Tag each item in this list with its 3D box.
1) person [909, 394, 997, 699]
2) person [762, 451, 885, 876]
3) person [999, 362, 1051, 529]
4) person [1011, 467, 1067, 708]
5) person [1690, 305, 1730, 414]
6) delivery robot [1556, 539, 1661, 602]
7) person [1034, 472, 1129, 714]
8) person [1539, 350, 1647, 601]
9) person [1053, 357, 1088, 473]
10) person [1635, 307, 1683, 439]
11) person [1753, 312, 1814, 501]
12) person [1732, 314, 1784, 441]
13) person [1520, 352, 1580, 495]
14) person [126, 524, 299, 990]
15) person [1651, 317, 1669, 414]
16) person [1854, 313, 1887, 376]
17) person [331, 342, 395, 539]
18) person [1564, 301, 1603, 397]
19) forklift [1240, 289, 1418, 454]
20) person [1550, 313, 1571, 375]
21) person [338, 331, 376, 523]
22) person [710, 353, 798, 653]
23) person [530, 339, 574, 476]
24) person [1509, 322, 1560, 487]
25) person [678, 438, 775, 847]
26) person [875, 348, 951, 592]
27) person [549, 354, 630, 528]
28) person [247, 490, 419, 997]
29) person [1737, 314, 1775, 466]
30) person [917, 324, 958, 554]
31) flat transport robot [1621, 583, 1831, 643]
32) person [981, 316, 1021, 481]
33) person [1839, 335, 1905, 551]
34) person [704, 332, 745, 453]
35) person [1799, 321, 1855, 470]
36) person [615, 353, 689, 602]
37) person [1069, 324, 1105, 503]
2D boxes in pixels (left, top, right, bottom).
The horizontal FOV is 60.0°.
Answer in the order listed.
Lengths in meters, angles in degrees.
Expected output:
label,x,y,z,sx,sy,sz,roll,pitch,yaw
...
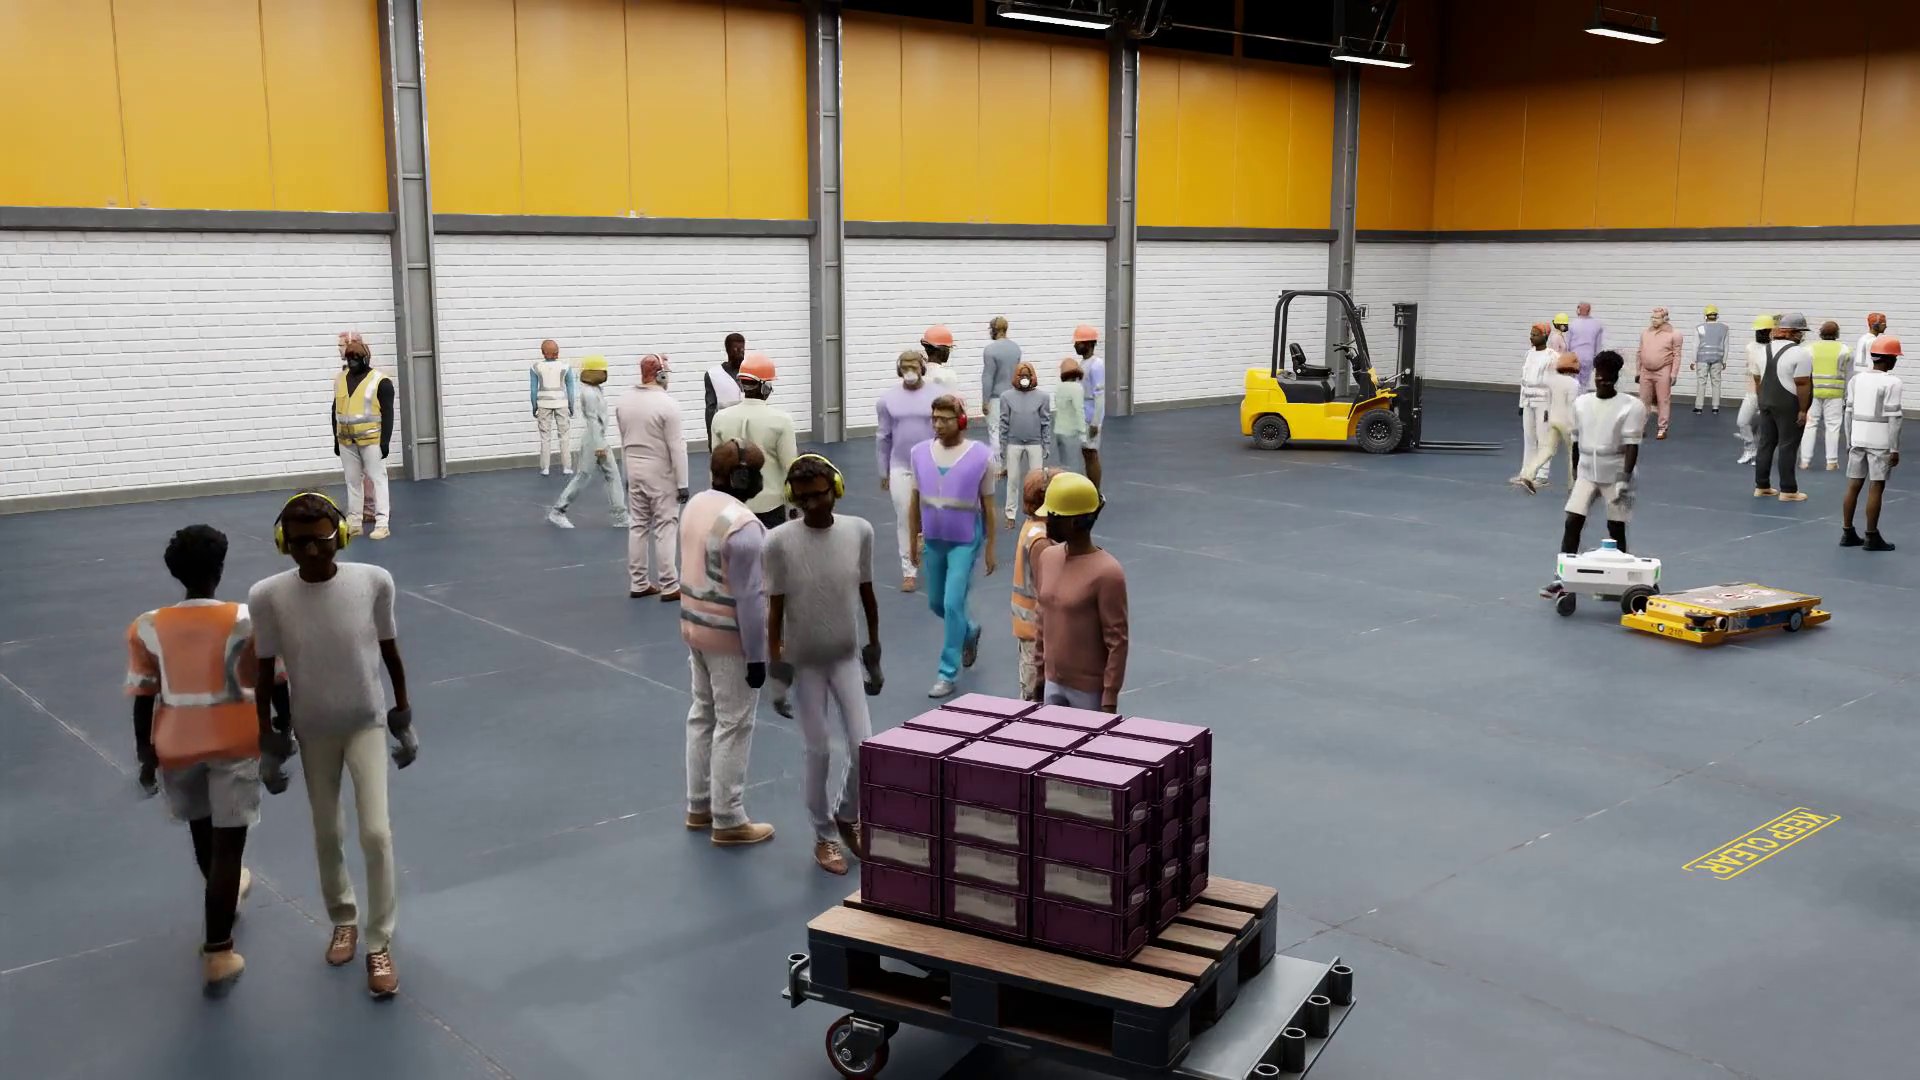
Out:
label,x,y,z,sx,sy,sz,roll,pitch,yaw
person,-0.027,0.003,10.186,0.573,1.822,0.795,5,11,26
person,-0.567,0.528,7.049,0.541,1.841,0.383,-4,10,-21
person,0.625,-0.908,16.072,0.502,1.627,0.277,1,10,4
person,0.398,0.463,7.999,0.308,1.641,0.517,-1,10,-3
person,12.511,-3.010,27.784,0.588,1.829,0.403,1,10,8
delivery robot,4.755,0.238,12.215,0.707,0.478,0.477,3,10,19
person,0.473,0.596,6.863,0.328,1.765,0.527,-7,12,-34
person,4.814,-0.461,12.578,0.845,1.923,0.608,-9,13,-43
person,1.110,-1.047,16.926,0.342,1.616,0.562,-4,11,-23
person,10.059,-2.407,24.046,0.405,1.903,0.636,-9,13,-42
person,8.973,-1.455,18.056,0.536,2.000,0.683,-3,10,-18
person,11.289,-2.232,23.261,0.852,1.814,0.540,0,10,1
person,6.602,-1.281,18.342,0.807,1.598,0.505,-2,10,-14
person,-2.763,0.757,6.229,0.543,1.652,0.879,-1,10,-3
person,11.743,-2.943,27.904,0.790,1.655,0.544,-8,13,-40
person,12.242,-2.114,22.408,0.351,1.878,0.568,3,10,16
person,-5.594,-0.927,15.550,0.627,1.844,0.429,2,10,14
person,10.277,-3.004,27.545,0.672,1.893,0.454,-1,10,-3
forklift,5.034,-2.339,22.783,2.313,2.155,1.214,3,10,16
person,9.150,-2.576,25.428,0.313,1.767,0.534,5,11,29
person,-5.976,-1.118,16.485,0.403,1.904,0.651,-3,10,-15
person,-1.349,-0.242,11.091,0.623,1.992,0.396,3,10,17
person,-4.894,-1.587,19.990,0.515,1.645,0.309,-2,10,-13
person,6.611,-1.548,19.068,0.356,1.882,0.574,-3,10,-19
person,-1.032,0.454,7.503,0.431,1.836,0.631,-6,12,-32
person,-0.352,-0.564,13.178,0.646,1.927,0.568,2,10,9
person,-3.570,-0.948,16.079,0.886,1.703,0.498,0,10,-1
person,-2.246,0.718,5.990,0.550,1.819,0.759,-3,10,-18
person,10.049,-1.864,20.855,0.483,1.909,0.592,-5,11,-28
person,-0.204,-0.870,14.628,0.393,2.041,0.614,-9,13,-43
flat transport robot,5.437,0.501,11.780,1.431,0.197,0.652,-6,11,-30
person,0.464,-1.663,19.594,0.372,1.933,0.631,8,13,39
person,8.230,-0.874,14.960,0.376,1.936,0.549,-3,10,-18
person,-2.137,-1.003,15.767,0.587,1.921,0.392,-6,12,-33
person,10.674,-1.776,20.542,0.650,1.840,0.499,6,11,30
person,-2.319,-0.475,12.732,0.647,1.906,0.401,6,12,33
person,1.315,-1.286,17.377,0.378,1.934,0.552,-2,10,-10
